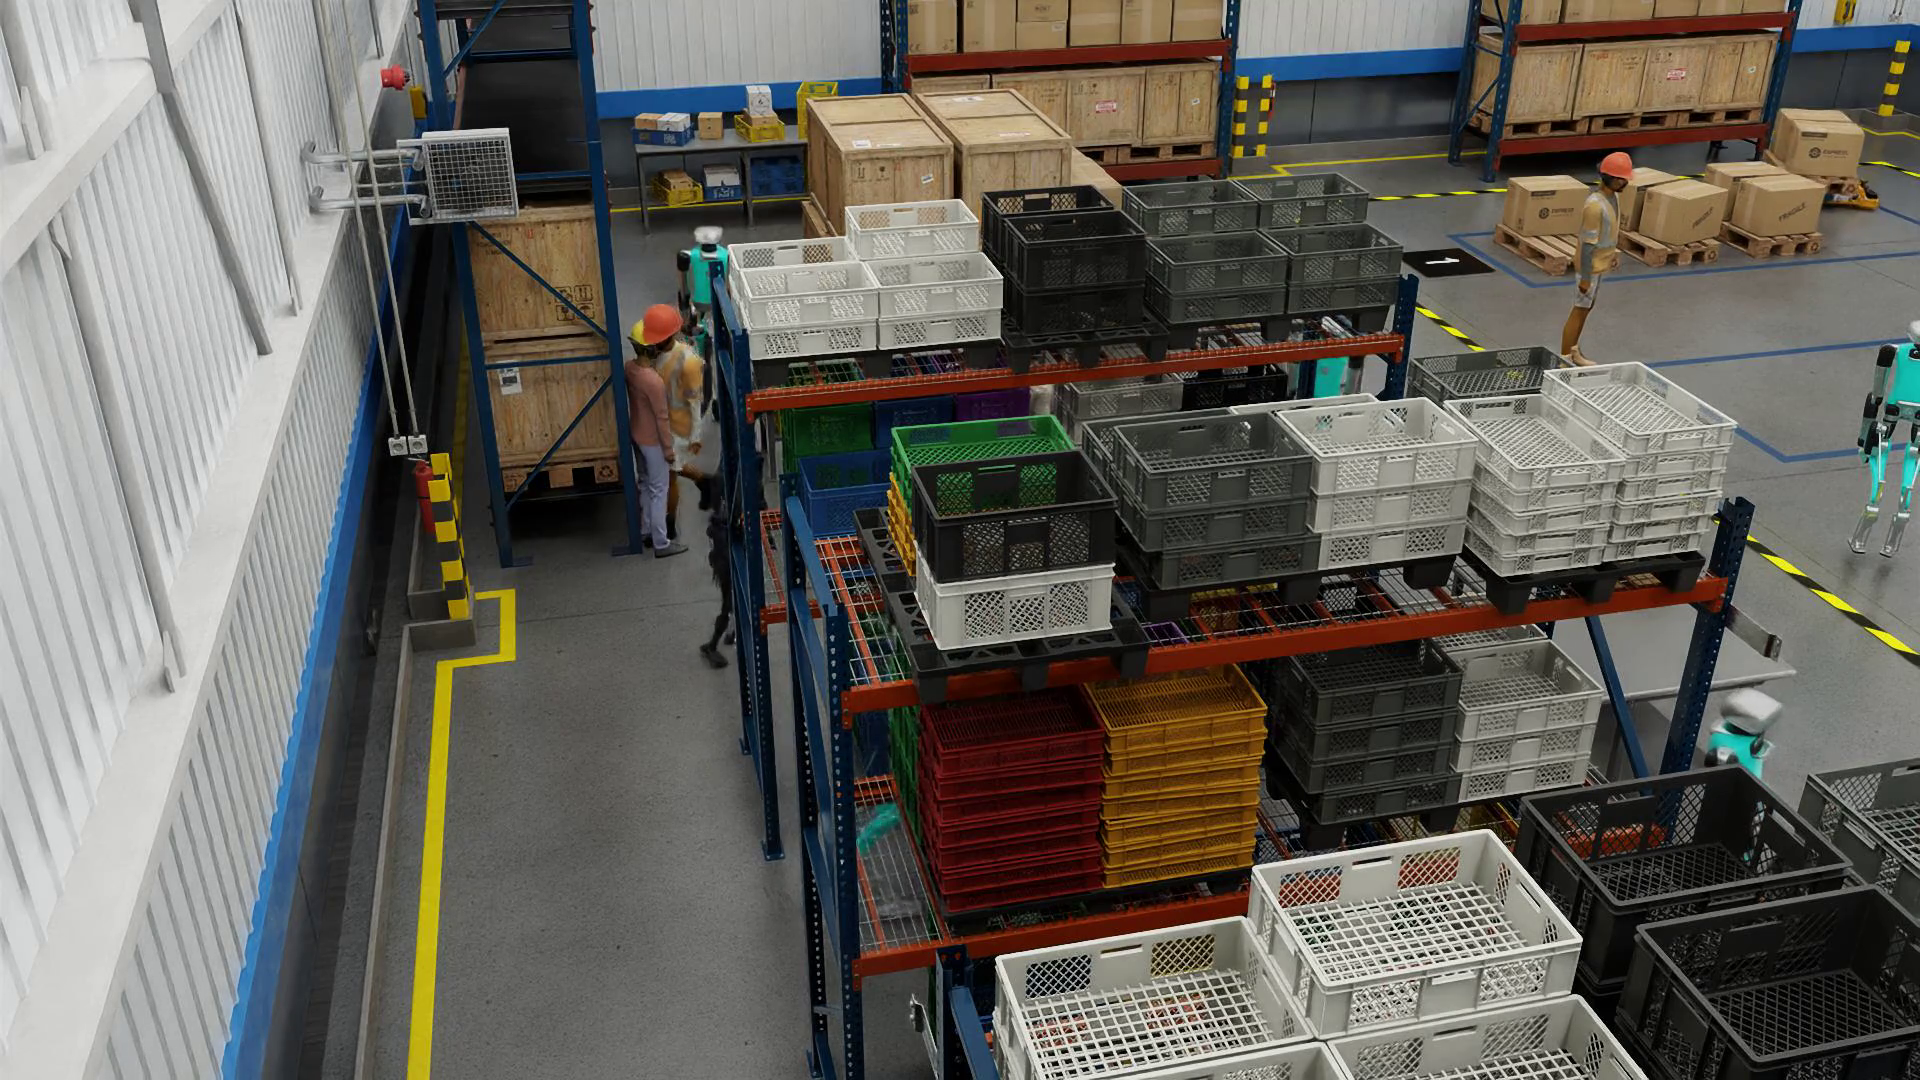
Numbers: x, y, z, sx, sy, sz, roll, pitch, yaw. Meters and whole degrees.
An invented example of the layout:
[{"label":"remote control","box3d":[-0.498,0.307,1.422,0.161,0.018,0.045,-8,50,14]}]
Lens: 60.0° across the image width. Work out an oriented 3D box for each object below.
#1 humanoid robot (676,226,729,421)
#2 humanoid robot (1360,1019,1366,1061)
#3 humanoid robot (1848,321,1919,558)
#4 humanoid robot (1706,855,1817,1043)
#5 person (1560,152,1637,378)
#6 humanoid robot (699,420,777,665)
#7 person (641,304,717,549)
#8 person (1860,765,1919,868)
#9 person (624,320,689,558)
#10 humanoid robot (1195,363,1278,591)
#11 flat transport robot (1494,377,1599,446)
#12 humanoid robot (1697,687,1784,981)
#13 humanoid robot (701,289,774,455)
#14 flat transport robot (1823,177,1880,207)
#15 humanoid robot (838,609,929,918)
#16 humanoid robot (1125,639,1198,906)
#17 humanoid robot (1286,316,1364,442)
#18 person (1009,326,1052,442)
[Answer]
[{"label":"humanoid robot","box3d":[-2.076,-1.812,14.022,0.548,1.871,0.833,-3,28,-6]},{"label":"humanoid robot","box3d":[1.363,2.353,6.144,0.776,1.651,0.583,0,28,-1]},{"label":"humanoid robot","box3d":[6.515,-0.634,11.534,0.533,1.674,0.735,13,31,24]},{"label":"humanoid robot","box3d":[3.281,1.934,6.866,0.331,1.660,0.600,-11,30,-20]},{"label":"person","box3d":[5.652,-2.431,14.760,0.389,2.039,0.613,17,32,29]},{"label":"humanoid robot","box3d":[-1.439,-0.010,10.566,0.389,1.641,0.609,13,30,22]},{"label":"person","box3d":[-2.022,-0.874,11.963,0.630,1.887,0.692,24,36,38]},{"label":"person","box3d":[3.764,1.726,7.023,0.415,1.905,0.674,12,30,22]},{"label":"person","box3d":[-2.179,-0.732,11.838,0.337,1.759,0.526,-18,33,-30]},{"label":"humanoid robot","box3d":[1.658,-0.373,11.228,0.889,1.797,0.555,1,28,2]},{"label":"flat transport robot","box3d":[4.780,-1.036,14.013,0.659,0.231,1.431,-6,28,-12]},{"label":"humanoid robot","box3d":[3.631,1.491,7.499,0.735,1.678,0.533,21,34,34]},{"label":"humanoid robot","box3d":[-1.722,-1.105,12.653,0.623,1.626,0.682,-17,32,-30]},{"label":"flat transport robot","box3d":[10.231,-4.231,20.045,1.431,0.197,0.652,5,28,9]},{"label":"humanoid robot","box3d":[-0.437,1.227,8.256,0.762,1.893,0.546,-5,28,-9]},{"label":"humanoid robot","box3d":[0.919,1.190,8.281,0.546,1.635,0.612,-5,28,-9]},{"label":"humanoid robot","box3d":[2.563,-0.923,12.254,0.530,1.786,0.947,1,28,1]},{"label":"person","box3d":[0.439,-0.632,11.573,0.331,1.836,0.505,-24,36,-38]}]
